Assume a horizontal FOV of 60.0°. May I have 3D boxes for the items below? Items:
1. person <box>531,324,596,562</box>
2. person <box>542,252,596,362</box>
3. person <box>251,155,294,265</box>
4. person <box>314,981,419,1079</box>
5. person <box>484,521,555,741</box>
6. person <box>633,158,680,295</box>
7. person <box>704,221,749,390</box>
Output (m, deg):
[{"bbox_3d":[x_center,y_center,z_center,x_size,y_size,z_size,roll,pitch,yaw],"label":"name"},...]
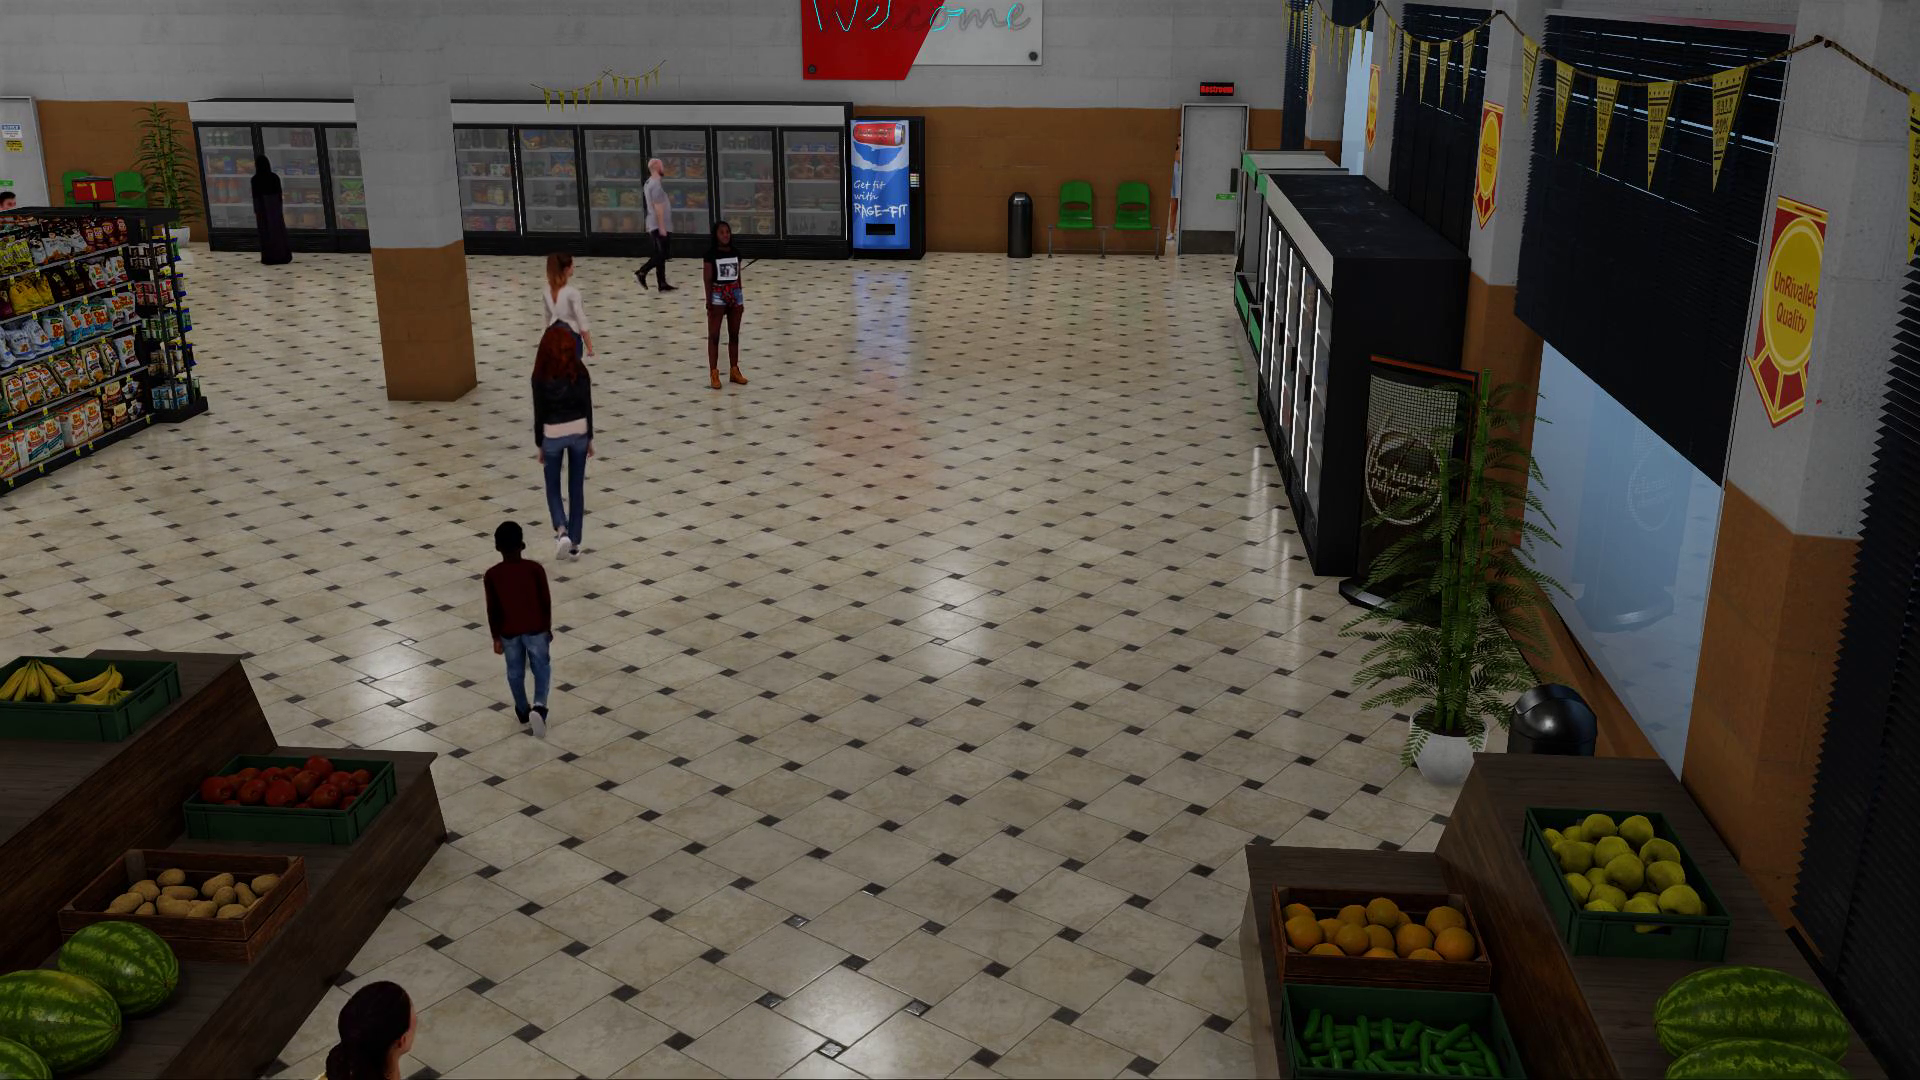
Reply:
[{"bbox_3d":[-2.825,-0.647,11.945,0.774,1.767,0.972,-5,19,-15],"label":"person"},{"bbox_3d":[-3.712,-1.797,15.450,0.742,1.707,0.784,14,23,36],"label":"person"},{"bbox_3d":[-10.388,-4.968,24.998,0.726,1.614,0.781,-14,23,-35],"label":"person"},{"bbox_3d":[-1.540,1.963,4.434,0.715,1.620,0.688,7,20,21],"label":"person"},{"bbox_3d":[-2.448,0.511,9.328,0.632,1.245,0.815,-4,19,-13],"label":"person"},{"bbox_3d":[-4.146,-4.210,22.428,0.952,1.821,0.952,-7,20,-19],"label":"person"},{"bbox_3d":[-2.465,-2.476,17.430,0.725,1.727,0.780,-14,23,-35],"label":"person"}]
